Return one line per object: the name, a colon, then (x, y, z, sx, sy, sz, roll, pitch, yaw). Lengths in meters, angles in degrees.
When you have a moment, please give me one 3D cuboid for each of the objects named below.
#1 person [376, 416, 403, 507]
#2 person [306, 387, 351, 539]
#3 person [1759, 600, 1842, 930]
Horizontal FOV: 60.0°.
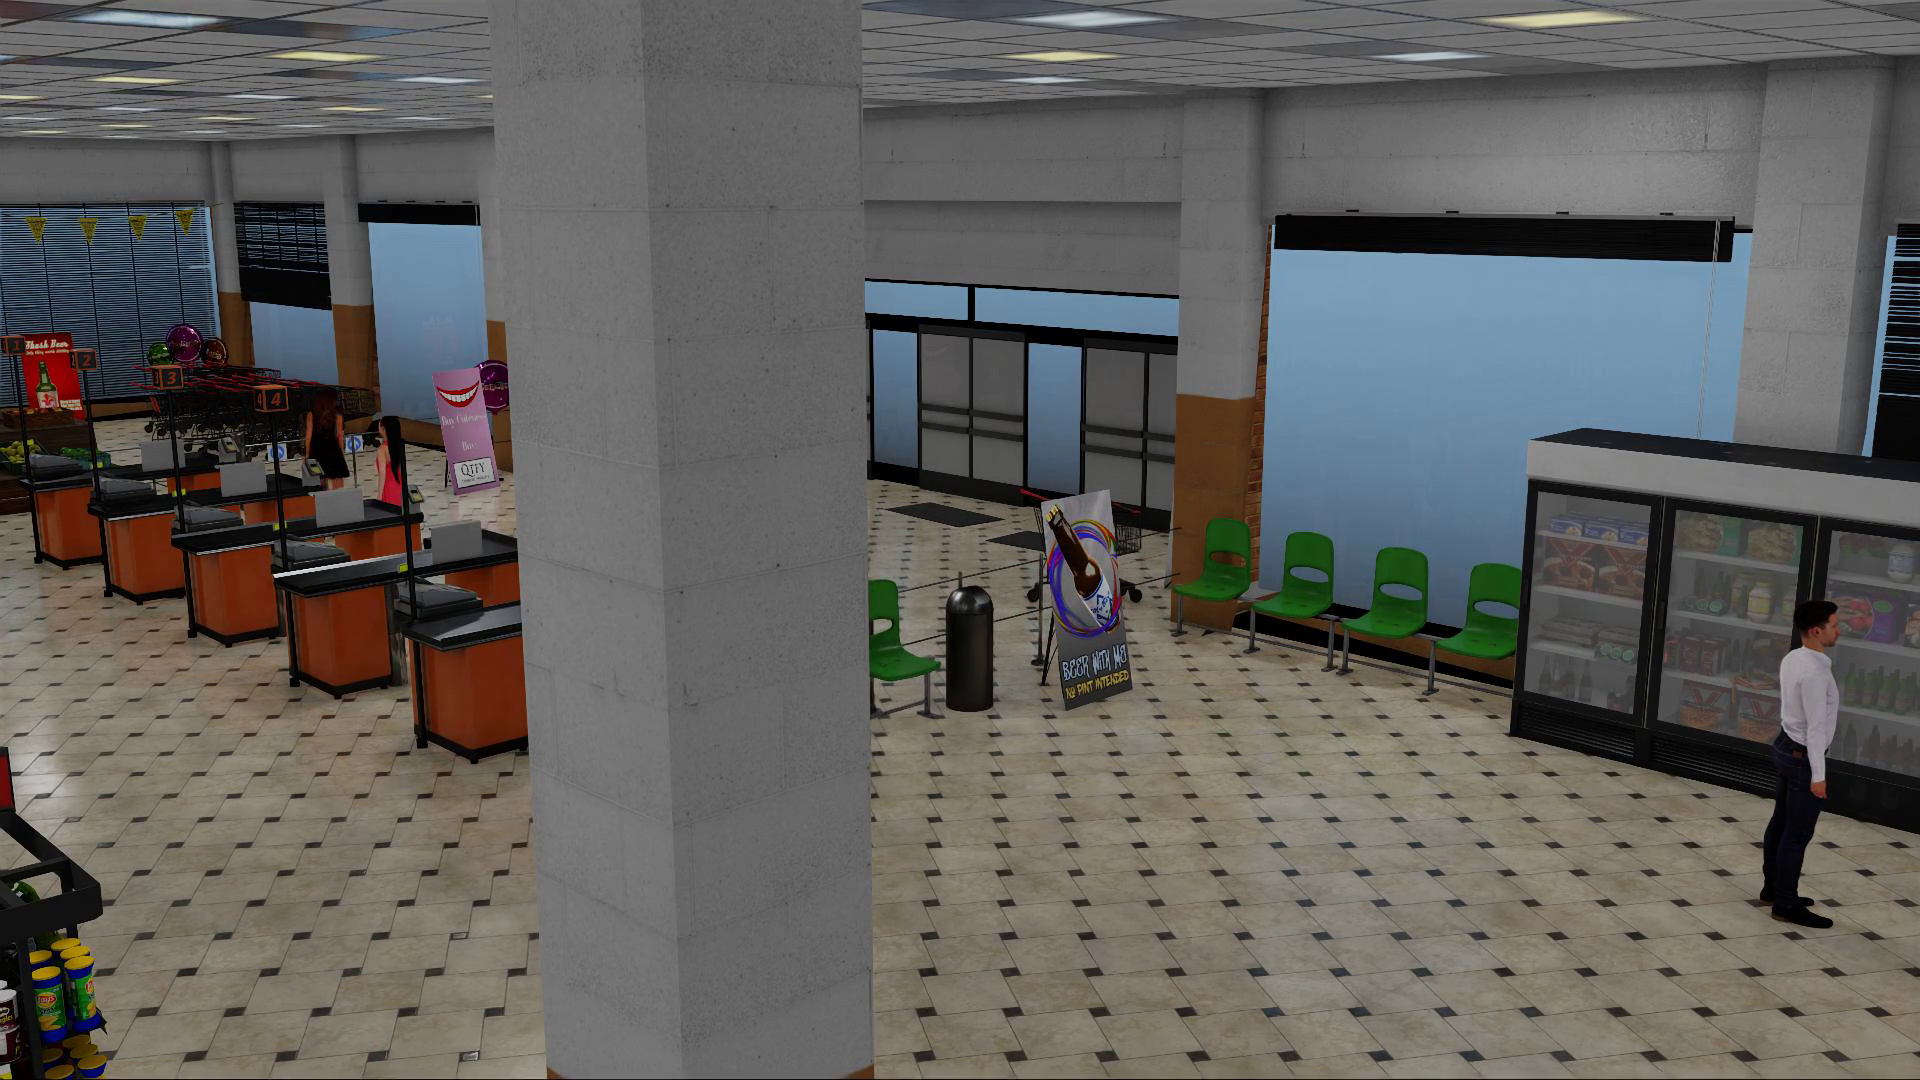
person: (-6.189, -0.506, 18.166, 0.764, 1.727, 0.652, 4, 13, 18)
person: (-7.620, -0.912, 19.864, 0.646, 1.821, 0.772, -7, 14, -31)
person: (4.796, 1.246, 9.500, 0.783, 1.868, 0.697, 2, 12, 11)
